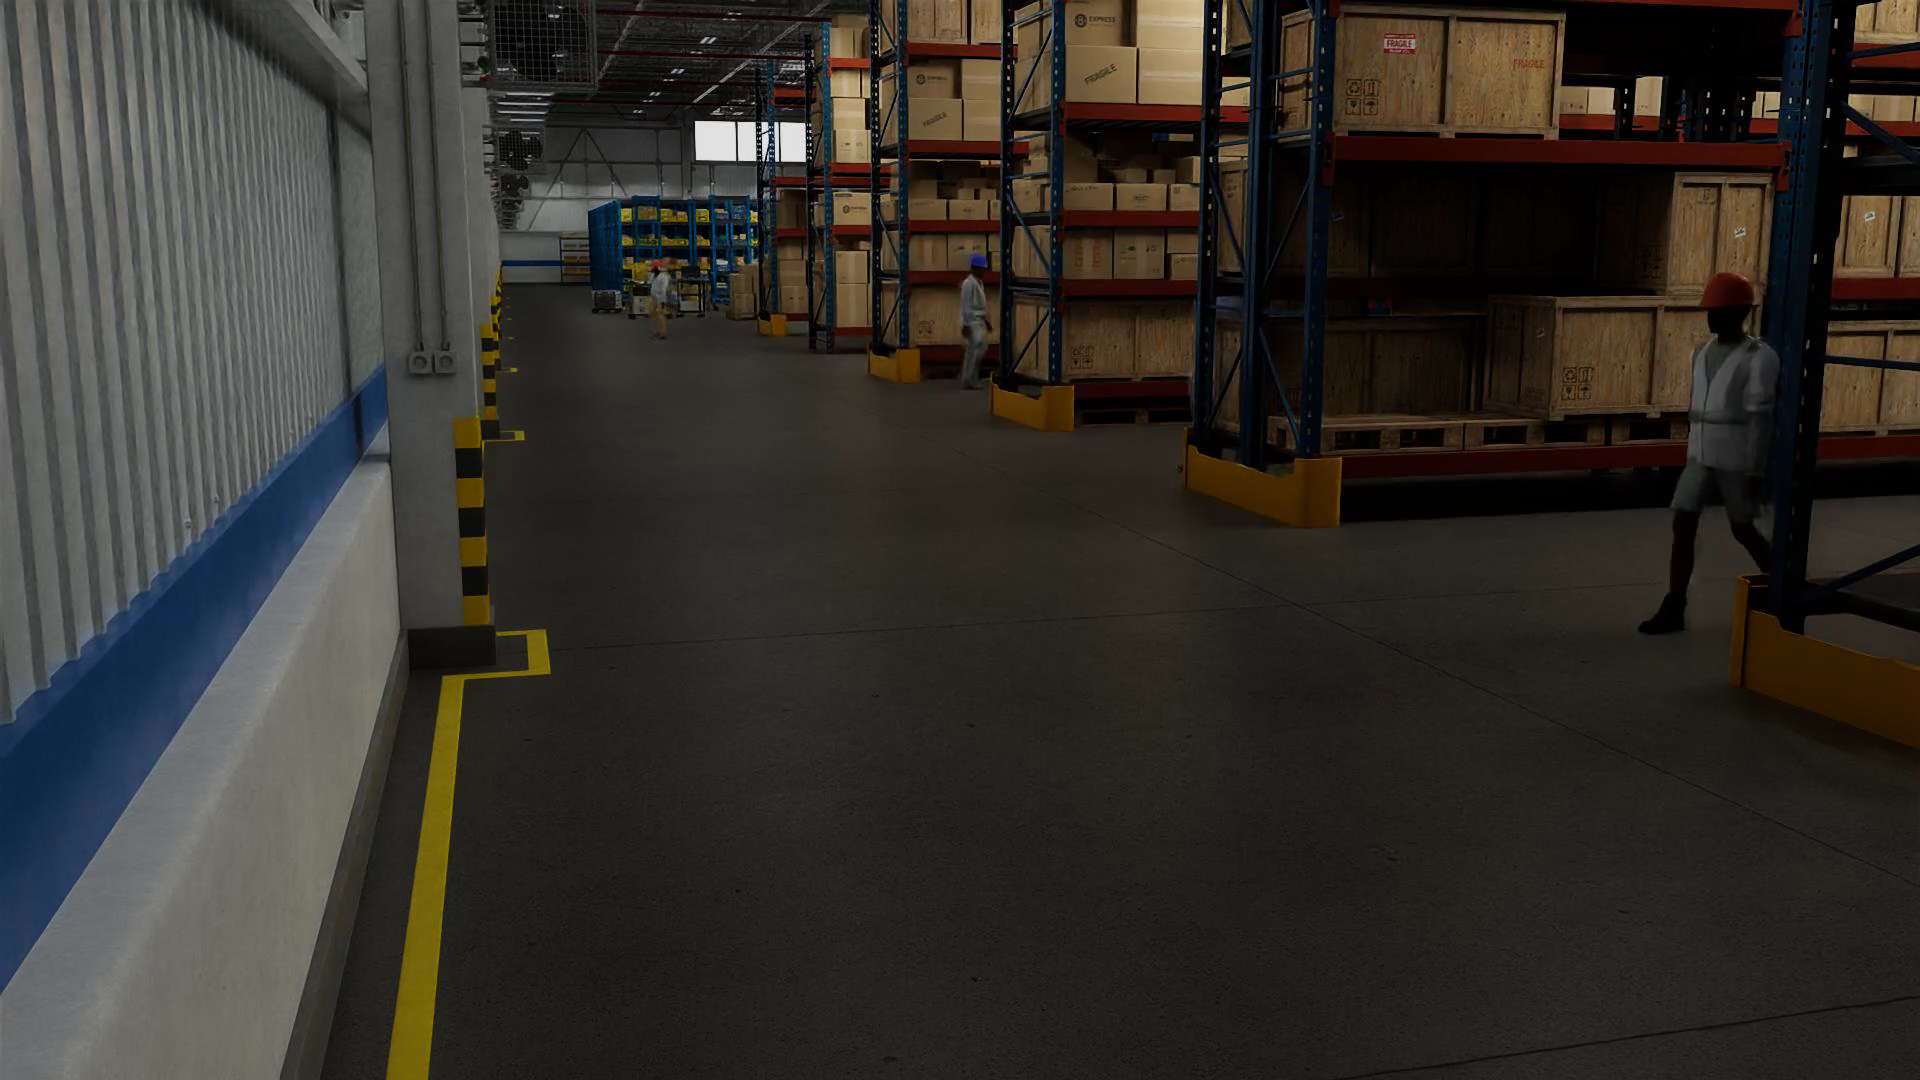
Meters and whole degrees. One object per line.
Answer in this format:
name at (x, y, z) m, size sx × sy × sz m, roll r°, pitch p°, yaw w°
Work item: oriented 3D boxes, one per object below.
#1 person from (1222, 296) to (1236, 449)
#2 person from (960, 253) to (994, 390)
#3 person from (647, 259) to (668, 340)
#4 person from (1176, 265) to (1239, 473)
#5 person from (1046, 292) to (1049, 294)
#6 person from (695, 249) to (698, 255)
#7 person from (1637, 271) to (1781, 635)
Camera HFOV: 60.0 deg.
person at (2.743, -1.710, 16.633) m, size 0.486 × 1.619 × 0.525 m, roll 3°, pitch 10°, yaw 14°
person at (0.235, -3.056, 23.401) m, size 0.523 × 1.923 × 0.605 m, roll 2°, pitch 10°, yaw 11°
person at (-6.579, -5.194, 35.997) m, size 0.588 × 1.737 × 0.455 m, roll 10°, pitch 14°, yaw 43°
person at (2.301, -1.547, 14.878) m, size 0.652 × 1.922 × 0.628 m, roll -4°, pitch 11°, yaw -20°
person at (1.550, -3.082, 23.924) m, size 0.914 × 1.781 × 0.589 m, roll -4°, pitch 11°, yaw -22°
person at (-10.739, -10.963, 67.946) m, size 0.622 × 1.996 × 0.369 m, roll -1°, pitch 10°, yaw -6°
person at (4.046, -0.452, 8.725) m, size 0.936 × 1.905 × 0.552 m, roll -4°, pitch 11°, yaw -23°
